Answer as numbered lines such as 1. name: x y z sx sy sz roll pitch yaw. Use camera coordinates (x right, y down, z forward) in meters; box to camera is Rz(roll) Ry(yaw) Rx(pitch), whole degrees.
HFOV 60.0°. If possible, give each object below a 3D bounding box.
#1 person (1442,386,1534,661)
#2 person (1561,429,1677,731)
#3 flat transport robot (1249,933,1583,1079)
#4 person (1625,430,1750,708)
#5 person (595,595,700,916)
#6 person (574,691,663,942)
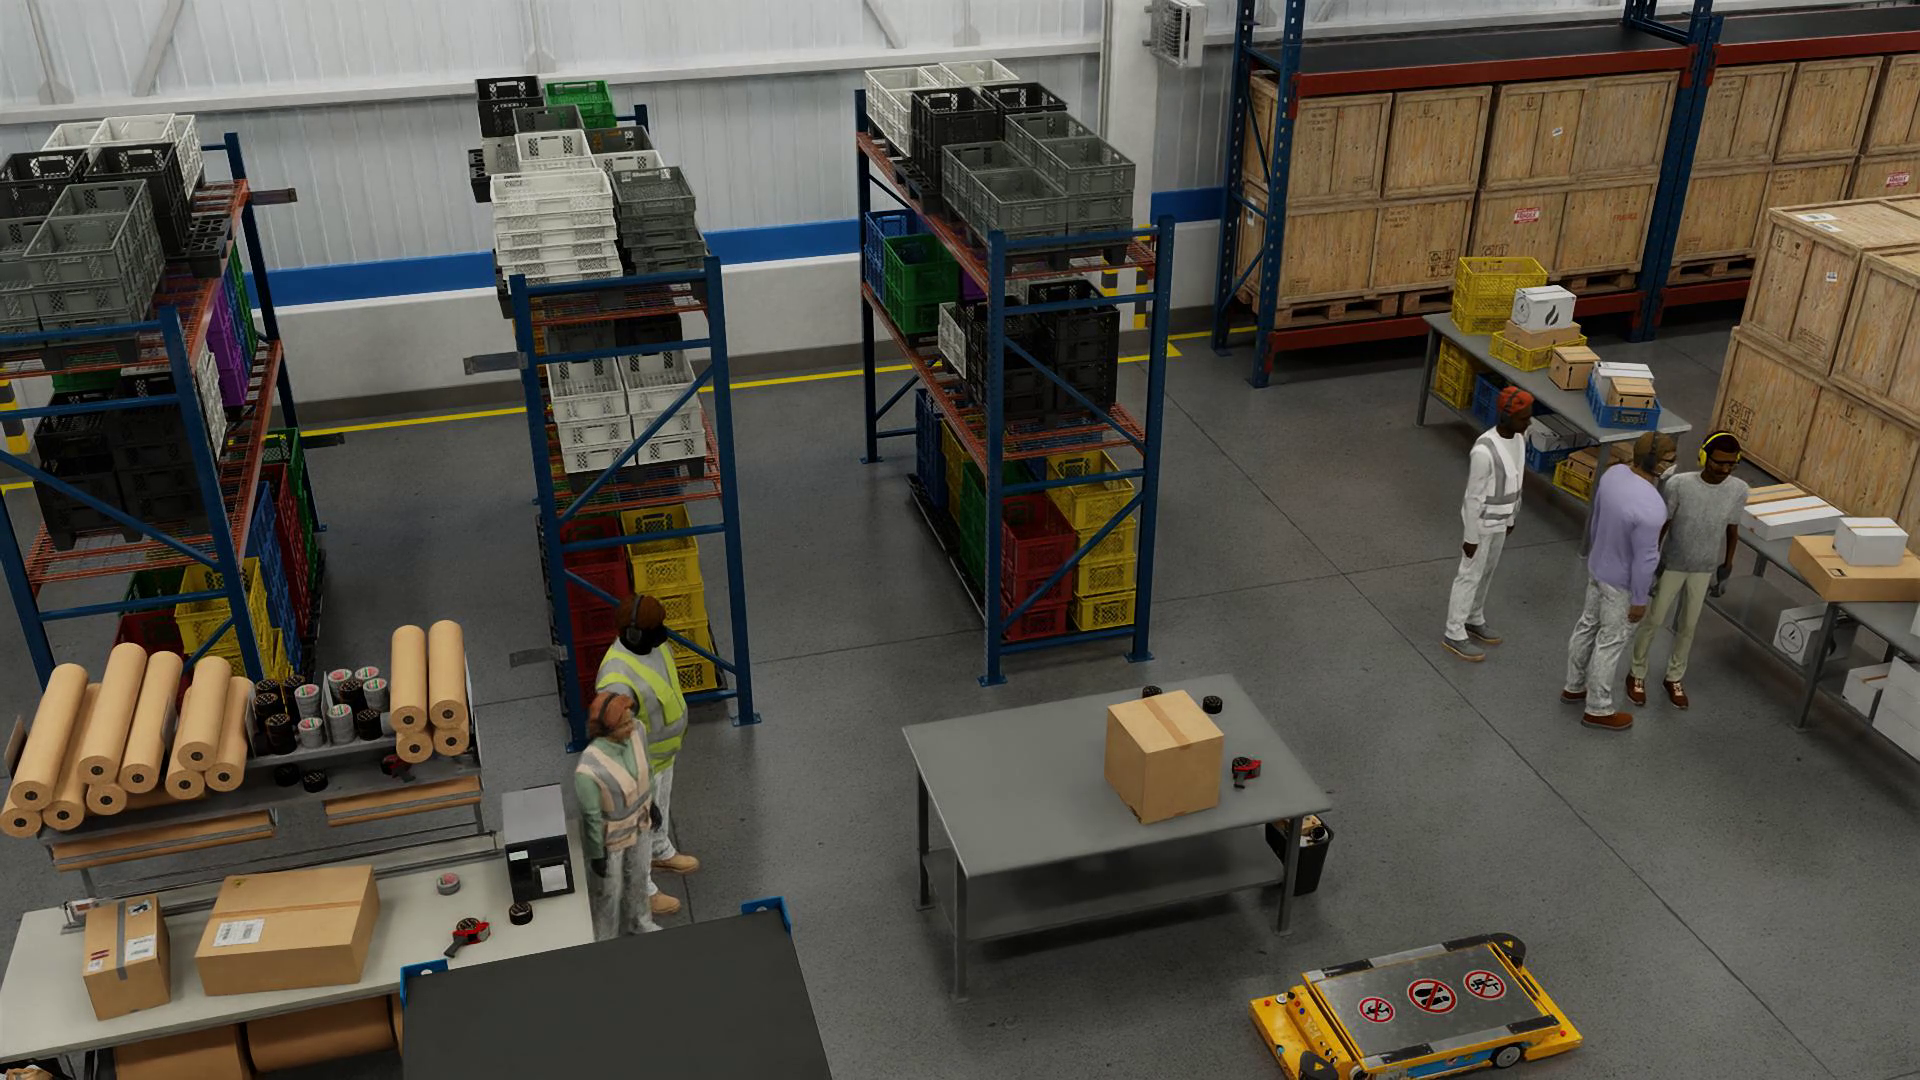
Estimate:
1. person: 3.408 -0.119 10.698 0.351 1.879 0.569 24 37 37
2. person: 3.966 0.226 10.006 0.377 1.937 0.629 -3 29 -5
3. flat transport robot: 2.184 2.282 7.980 1.431 0.197 0.652 -8 30 -14
4. person: 4.456 0.180 10.172 0.514 1.866 0.337 3 29 5
5. person: -1.601 1.084 8.555 0.430 1.837 0.629 4 29 7
6. person: -1.661 1.426 8.139 0.316 1.629 0.515 13 31 22
